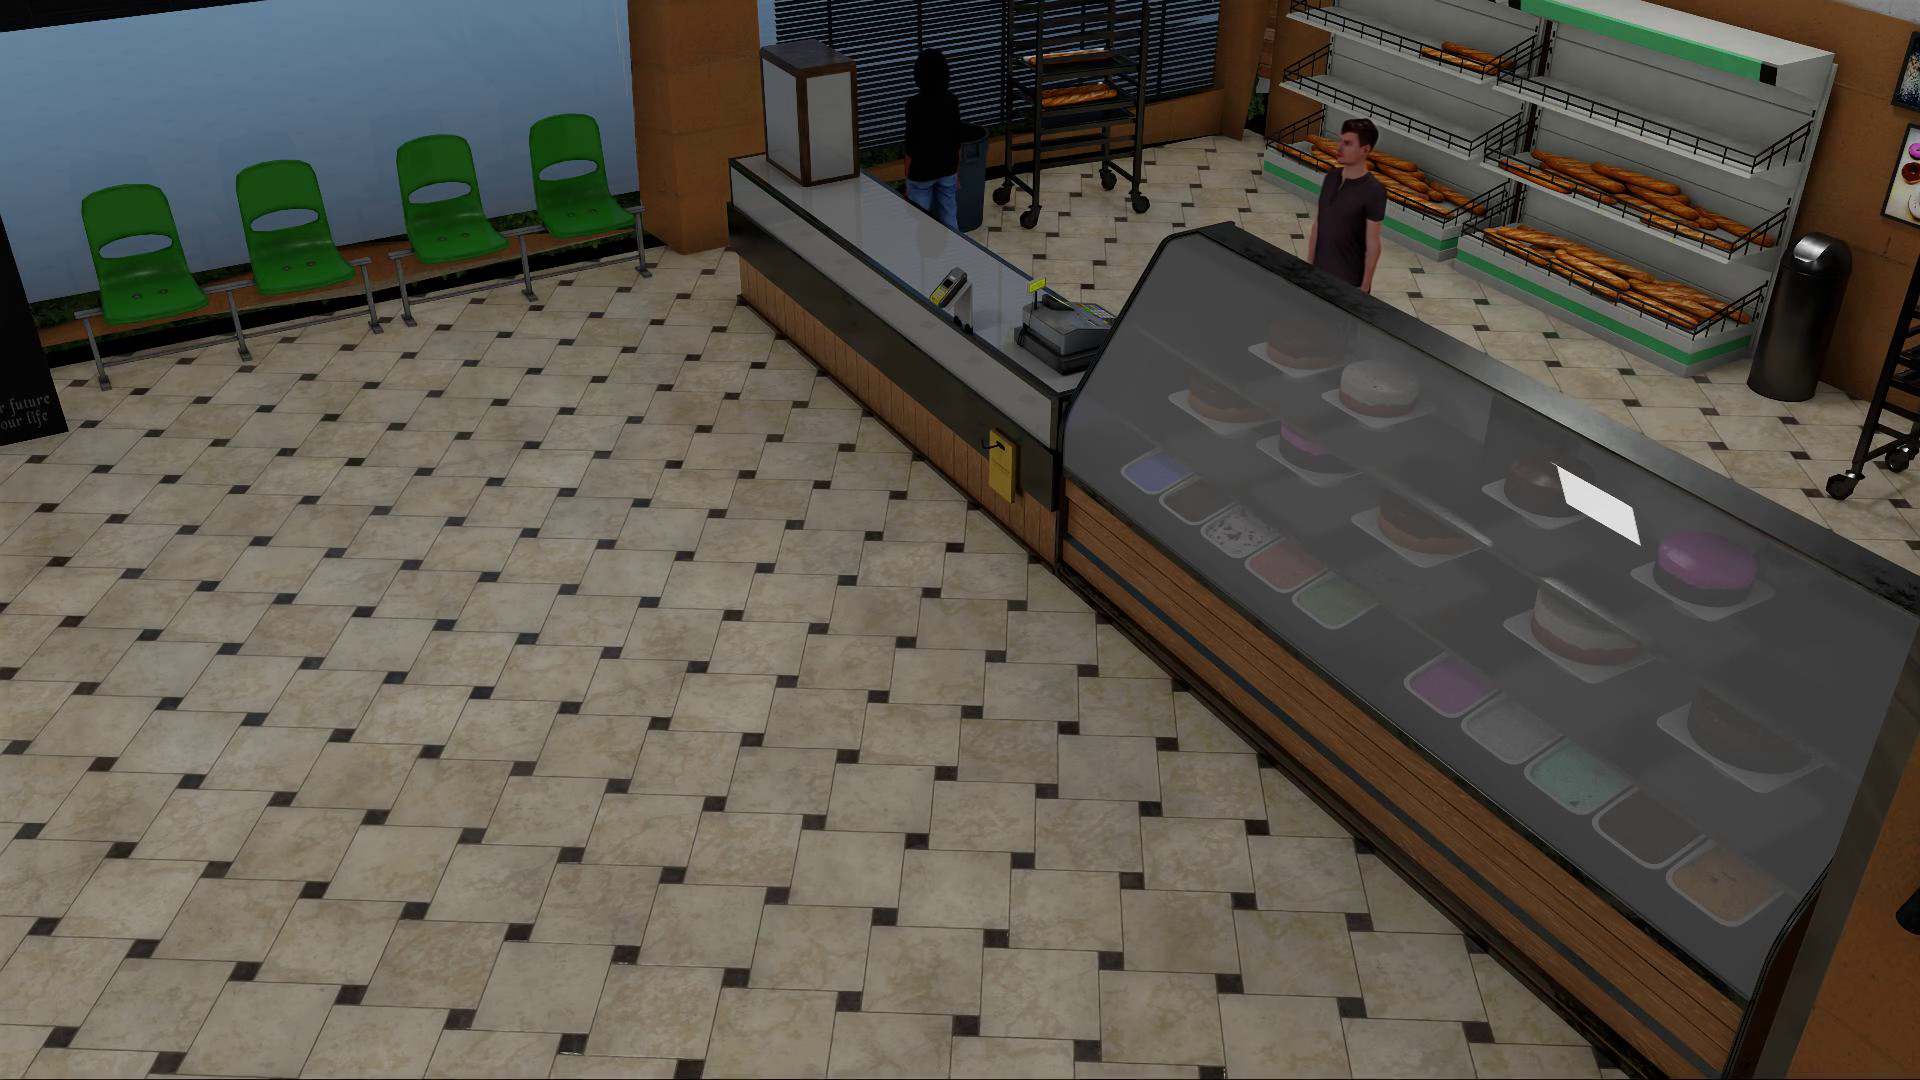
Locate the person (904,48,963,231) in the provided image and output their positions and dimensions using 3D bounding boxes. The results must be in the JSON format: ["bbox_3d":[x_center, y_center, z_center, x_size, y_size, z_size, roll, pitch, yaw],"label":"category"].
[{"bbox_3d":[-0.182,-2.395,10.983,0.510,1.702,0.648,-12,34,-19],"label":"person"}]

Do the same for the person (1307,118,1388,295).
[{"bbox_3d":[2.136,-1.455,9.331,0.517,1.852,0.647,-17,36,-26],"label":"person"}]
